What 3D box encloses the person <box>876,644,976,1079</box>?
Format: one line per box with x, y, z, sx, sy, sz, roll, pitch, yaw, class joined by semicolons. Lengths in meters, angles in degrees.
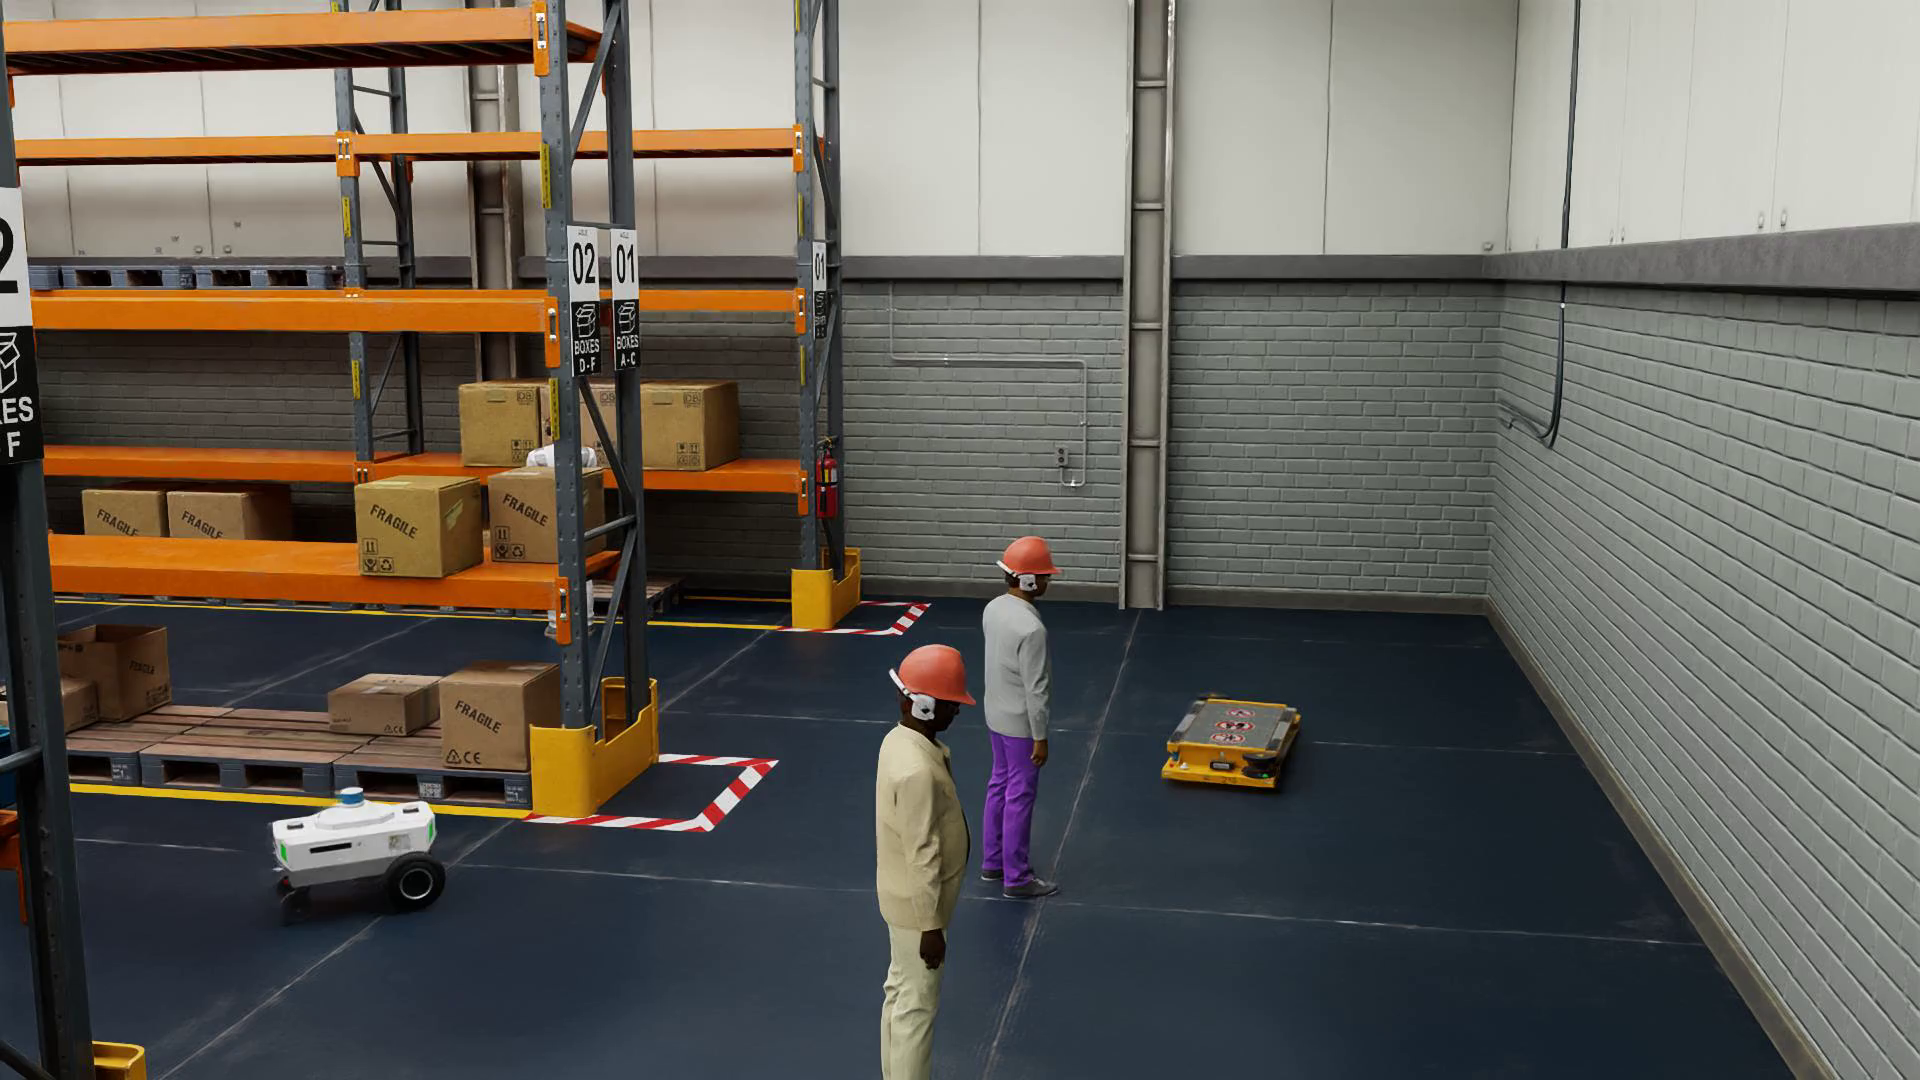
-0.114;1.213;5.670;0.337;1.743;0.563;-1;9;-8;person

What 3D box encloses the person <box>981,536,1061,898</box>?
0.303;0.844;7.977;0.342;1.745;0.569;-3;10;-20;person

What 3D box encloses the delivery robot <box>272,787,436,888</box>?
-2.854;1.411;7.838;0.707;0.478;0.477;-4;10;-26;delivery robot

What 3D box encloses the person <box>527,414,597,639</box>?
-3.227;-0.128;13.573;0.573;1.883;0.356;-4;10;-22;person

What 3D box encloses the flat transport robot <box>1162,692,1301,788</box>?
1.696;1.213;10.236;0.652;0.197;1.431;3;10;17;flat transport robot
